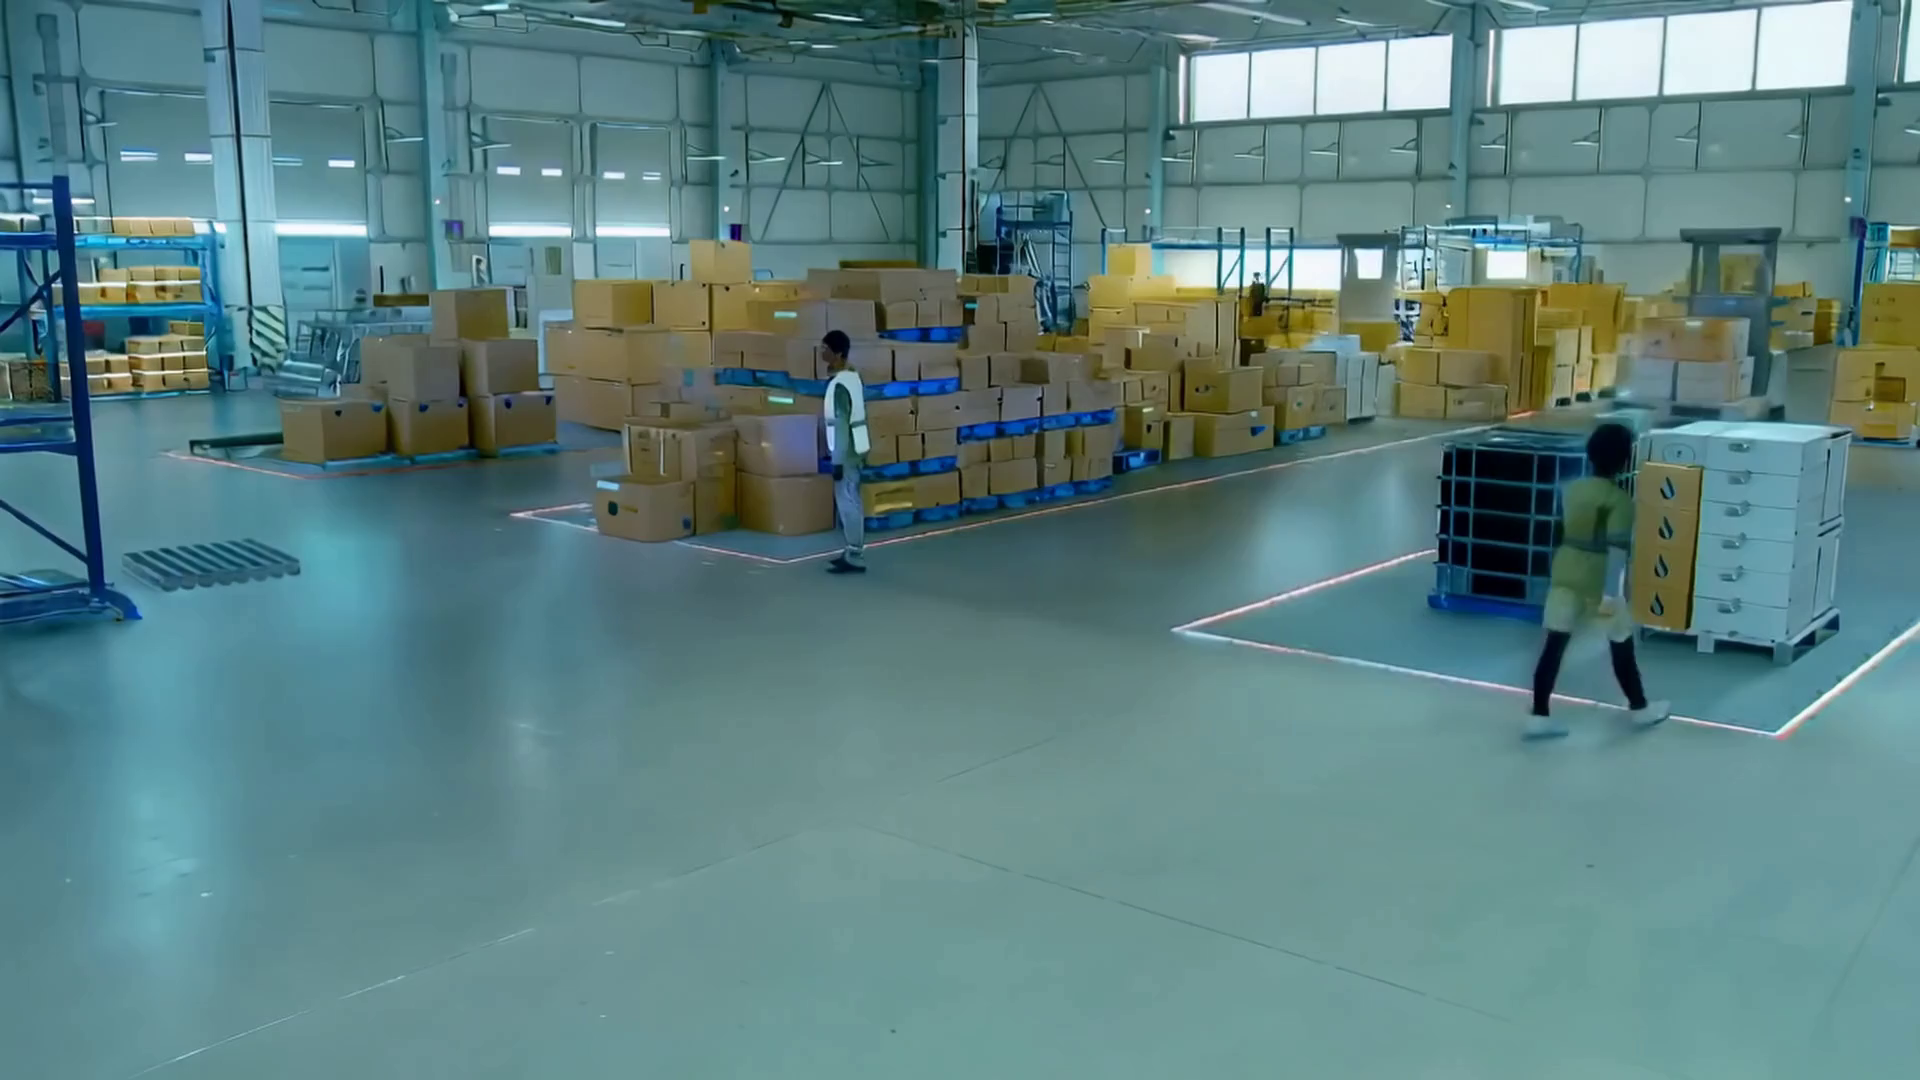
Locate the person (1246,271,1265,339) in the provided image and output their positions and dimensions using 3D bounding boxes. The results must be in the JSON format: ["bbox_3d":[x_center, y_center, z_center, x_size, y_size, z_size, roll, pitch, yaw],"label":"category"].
[{"bbox_3d":[8.324,-6.592,46.713,0.568,1.902,0.831,7,12,33],"label":"person"}]

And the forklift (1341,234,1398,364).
[{"bbox_3d":[8.234,-4.769,33.546,1.129,2.768,1.873,1,10,8],"label":"forklift"}]

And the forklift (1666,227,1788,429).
[{"bbox_3d":[10.869,-2.974,23.322,1.129,2.768,1.873,8,13,39],"label":"forklift"}]

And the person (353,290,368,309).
[{"bbox_3d":[-12.294,-4.312,34.320,0.887,1.694,0.494,1,10,5],"label":"person"}]

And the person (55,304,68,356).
[{"bbox_3d":[-17.563,-4.134,32.819,0.597,1.869,0.485,7,12,34],"label":"person"}]

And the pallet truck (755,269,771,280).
[{"bbox_3d":[-4.996,-6.432,45.525,1.885,1.965,0.823,-6,12,-32],"label":"pallet truck"}]

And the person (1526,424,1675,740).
[{"bbox_3d":[3.345,0.221,8.643,0.884,1.645,0.540,-5,11,-25],"label":"person"}]

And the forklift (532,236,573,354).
[{"bbox_3d":[-9.587,-5.788,39.344,1.873,2.768,1.129,8,13,40],"label":"forklift"}]

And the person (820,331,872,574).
[{"bbox_3d":[-0.895,-0.685,13.075,0.389,1.908,0.584,0,10,1],"label":"person"}]
